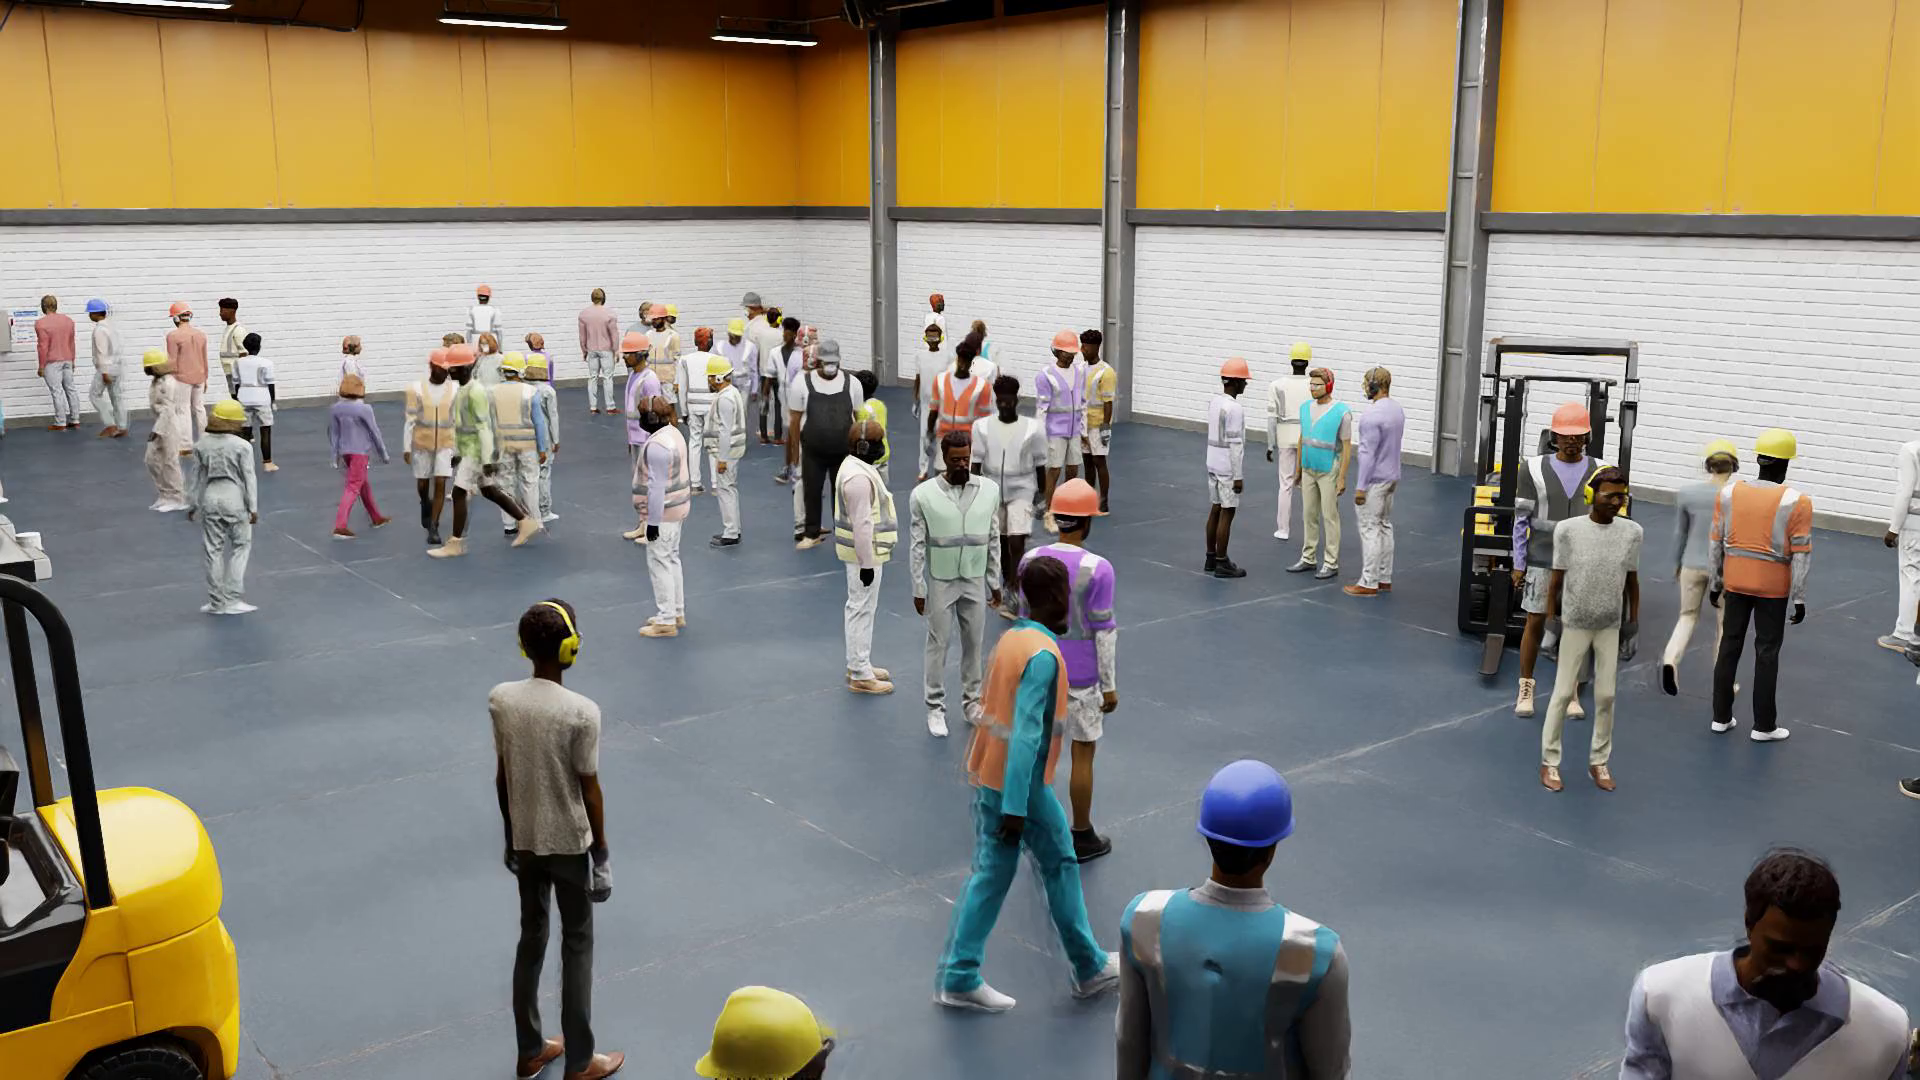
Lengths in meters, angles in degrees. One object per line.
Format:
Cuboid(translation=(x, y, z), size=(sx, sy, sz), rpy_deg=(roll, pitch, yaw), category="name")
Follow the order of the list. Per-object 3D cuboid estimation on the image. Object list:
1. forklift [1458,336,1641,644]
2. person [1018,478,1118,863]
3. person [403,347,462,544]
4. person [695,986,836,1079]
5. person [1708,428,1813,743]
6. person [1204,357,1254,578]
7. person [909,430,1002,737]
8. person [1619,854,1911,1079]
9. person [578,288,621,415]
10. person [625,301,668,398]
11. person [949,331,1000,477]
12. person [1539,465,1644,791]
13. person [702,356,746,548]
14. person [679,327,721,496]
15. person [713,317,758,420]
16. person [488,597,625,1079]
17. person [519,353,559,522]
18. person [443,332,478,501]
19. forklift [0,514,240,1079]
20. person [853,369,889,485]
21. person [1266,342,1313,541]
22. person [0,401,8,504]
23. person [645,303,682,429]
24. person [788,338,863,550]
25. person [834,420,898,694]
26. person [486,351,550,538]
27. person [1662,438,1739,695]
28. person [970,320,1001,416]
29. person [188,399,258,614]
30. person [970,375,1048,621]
Cuboid(translation=(4.683, -0.471, 13.136), size=(1.214, 2.155, 2.313), rpy_deg=(4, 12, 20), category="forklift")
Cuboid(translation=(0.553, 0.650, 8.383), size=(0.552, 1.928, 0.390), rpy_deg=(10, 15, 39), category="person")
Cuboid(translation=(-5.103, -0.943, 16.151), size=(0.604, 1.885, 0.791), rpy_deg=(-5, 13, -21), category="person")
Cuboid(translation=(-0.396, 1.753, 3.461), size=(0.591, 1.742, 0.552), rpy_deg=(2, 12, 9), category="person")
Cuboid(translation=(4.895, 0.274, 10.190), size=(0.382, 1.924, 0.594), rpy_deg=(-10, 15, -40), category="person")
Cuboid(translation=(2.360, -0.633, 14.570), size=(0.388, 1.930, 0.544), rpy_deg=(-2, 12, -12), category="person")
Cuboid(translation=(-0.031, 0.257, 10.317), size=(0.586, 1.913, 0.393), rpy_deg=(-5, 13, -22), category="person")
Cuboid(translation=(1.807, 1.605, 3.832), size=(0.608, 1.897, 0.511), rpy_deg=(5, 13, 23), category="person")
Cuboid(translation=(-5.463, -2.858, 25.283), size=(0.636, 1.939, 0.362), rpy_deg=(2, 12, 12), category="person")
Cuboid(translation=(-4.160, -2.227, 22.275), size=(0.635, 1.929, 0.381), rpy_deg=(-9, 14, -36), category="person")
Cuboid(translation=(0.116, -1.328, 18.091), size=(0.615, 1.861, 0.937), rpy_deg=(7, 14, 32), category="person")
Cuboid(translation=(3.529, 0.494, 9.302), size=(0.531, 1.860, 0.320), rpy_deg=(1, 12, 3), category="person")
Cuboid(translation=(-2.242, -0.840, 15.849), size=(0.403, 1.817, 0.601), rpy_deg=(-1, 12, -4), category="person")
Cuboid(translation=(-2.839, -1.429, 18.517), size=(0.582, 1.882, 0.338), rpy_deg=(4, 12, 17), category="person")
Cuboid(translation=(-2.876, -1.971, 21.351), size=(0.602, 1.799, 0.522), rpy_deg=(1, 12, 7), category="person")
Cuboid(translation=(-1.509, 1.136, 6.197), size=(0.520, 1.860, 0.325), rpy_deg=(6, 13, 26), category="person")
Cuboid(translation=(-4.331, -1.048, 17.055), size=(0.492, 1.729, 0.324), rpy_deg=(2, 12, 11), category="person")
Cuboid(translation=(-5.492, -1.350, 18.228), size=(0.345, 1.847, 0.508), rpy_deg=(0, 12, 0), category="person")
Cuboid(translation=(-3.687, 1.115, 5.480), size=(2.313, 2.155, 1.214), rpy_deg=(-9, 15, -36), category="forklift")
Cuboid(translation=(-0.854, -0.773, 15.822), size=(0.338, 1.692, 0.543), rpy_deg=(5, 13, 21), category="person")
Cuboid(translation=(3.259, -0.948, 16.086), size=(0.588, 1.928, 0.383), rpy_deg=(2, 12, 7), category="person")
Cuboid(translation=(-10.597, -1.179, 17.925), size=(0.527, 1.634, 0.315), rpy_deg=(-3, 12, -13), category="person")
Cuboid(translation=(-3.890, -2.104, 21.647), size=(0.551, 1.936, 0.357), rpy_deg=(5, 13, 23), category="person")
Cuboid(translation=(-1.237, -0.896, 15.563), size=(0.707, 2.000, 0.535), rpy_deg=(-3, 12, -13), category="person")
Cuboid(translation=(-0.630, 0.104, 11.218), size=(0.429, 1.842, 0.636), rpy_deg=(-1, 12, -6), category="person")
Cuboid(translation=(-4.297, -0.922, 16.193), size=(0.587, 1.833, 0.404), rpy_deg=(2, 12, 8), category="person")
Cuboid(translation=(4.931, 0.204, 10.995), size=(0.546, 1.729, 0.631), rpy_deg=(10, 15, 40), category="person")
Cuboid(translation=(0.249, -1.859, 20.891), size=(0.523, 1.767, 1.034), rpy_deg=(-2, 12, -11), category="person")
Cuboid(translation=(-5.878, -0.264, 13.299), size=(0.568, 1.727, 0.375), rpy_deg=(1, 12, 4), category="person")
Cuboid(translation=(0.351, -0.329, 13.103), size=(0.599, 1.917, 0.939), rpy_deg=(4, 12, 17), category="person")
